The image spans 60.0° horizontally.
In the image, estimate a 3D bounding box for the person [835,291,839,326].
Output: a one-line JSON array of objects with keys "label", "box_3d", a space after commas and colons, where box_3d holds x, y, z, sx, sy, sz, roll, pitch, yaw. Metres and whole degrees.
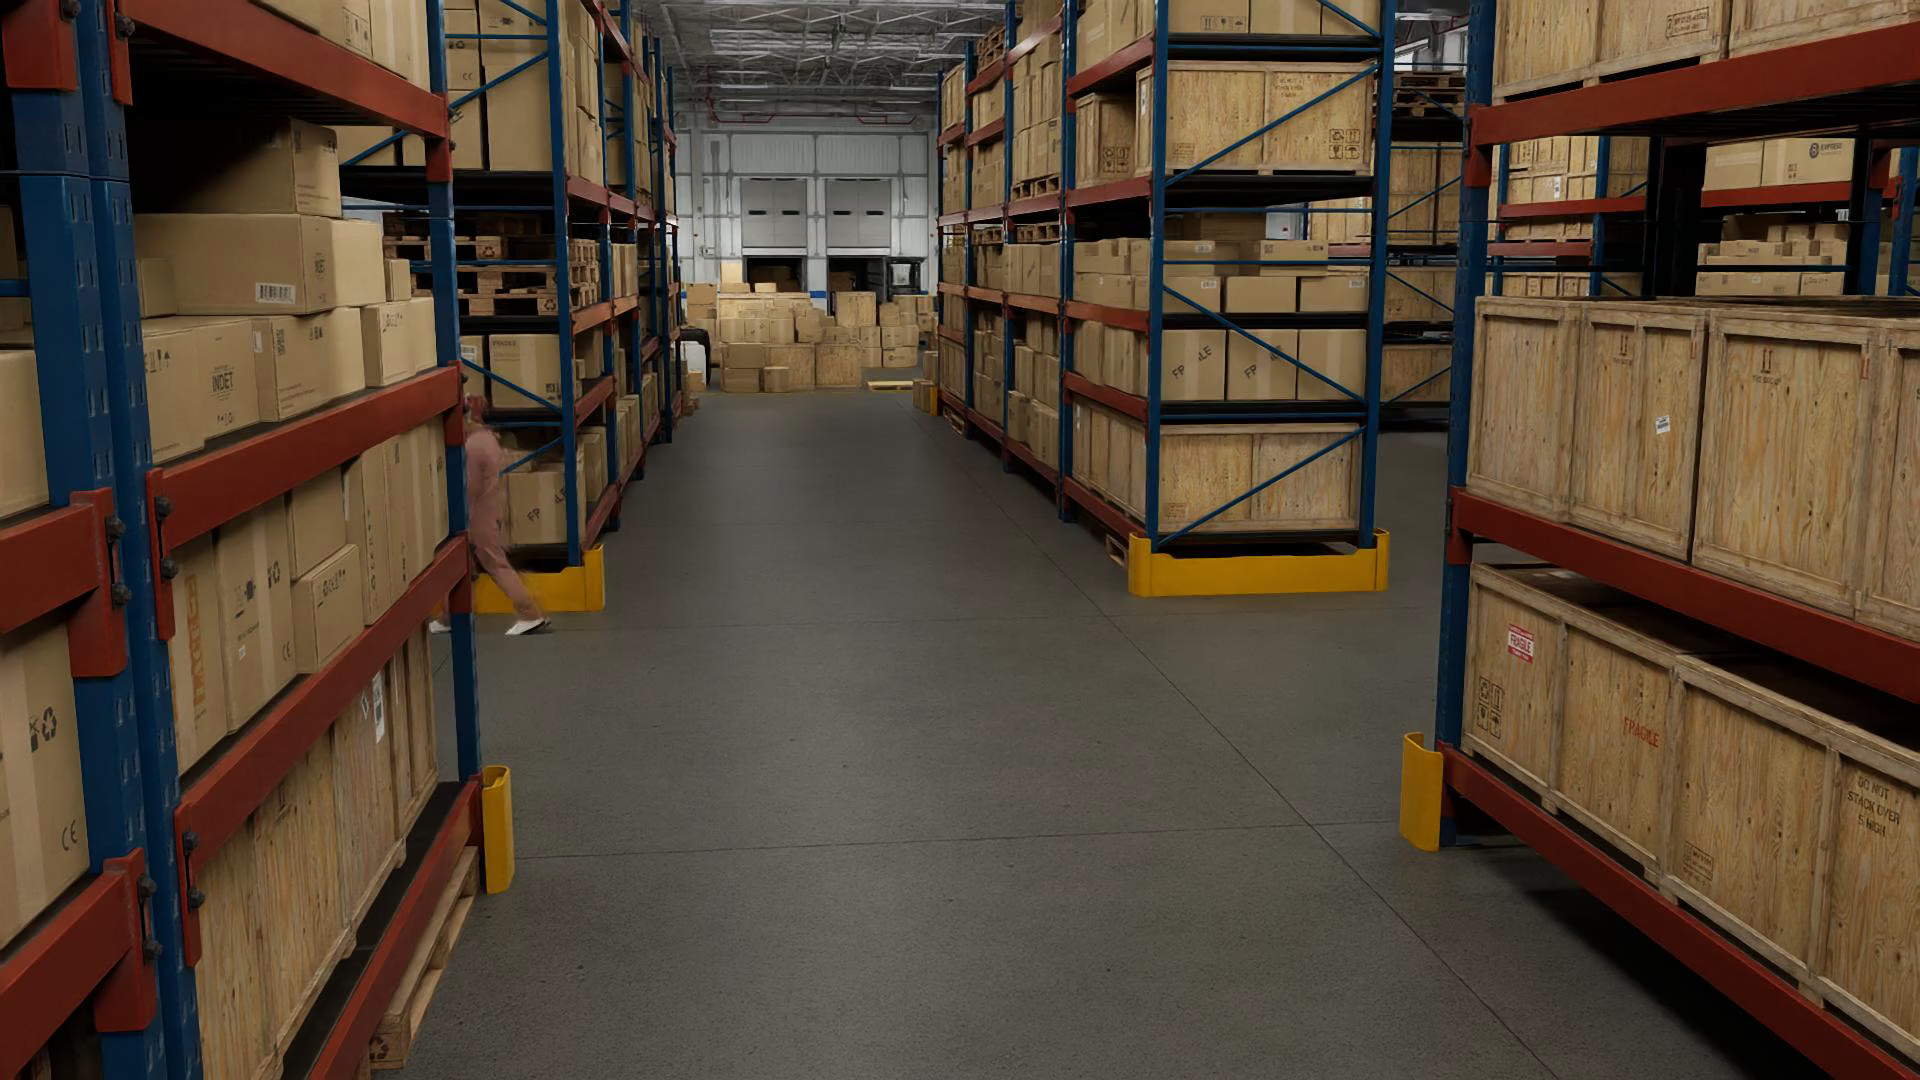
[{"label": "person", "box_3d": [-3.949, -7.505, 55.773, 0.780, 1.670, 0.535, -1, 10, -4]}]

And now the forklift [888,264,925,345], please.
[{"label": "forklift", "box_3d": [-1.879, -7.661, 53.164, 1.129, 2.768, 1.873, -2, 10, -14]}]

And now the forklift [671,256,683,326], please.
[{"label": "forklift", "box_3d": [-11.354, -9.571, 64.286, 1.129, 2.768, 1.873, -1, 10, -7]}]

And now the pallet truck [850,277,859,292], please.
[{"label": "pallet truck", "box_3d": [-3.782, -9.391, 65.808, 1.885, 1.965, 0.823, 2, 10, 10]}]

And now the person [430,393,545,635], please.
[{"label": "person", "box_3d": [-3.642, -0.183, 12.606, 0.977, 1.865, 0.659, -1, 10, -7]}]
